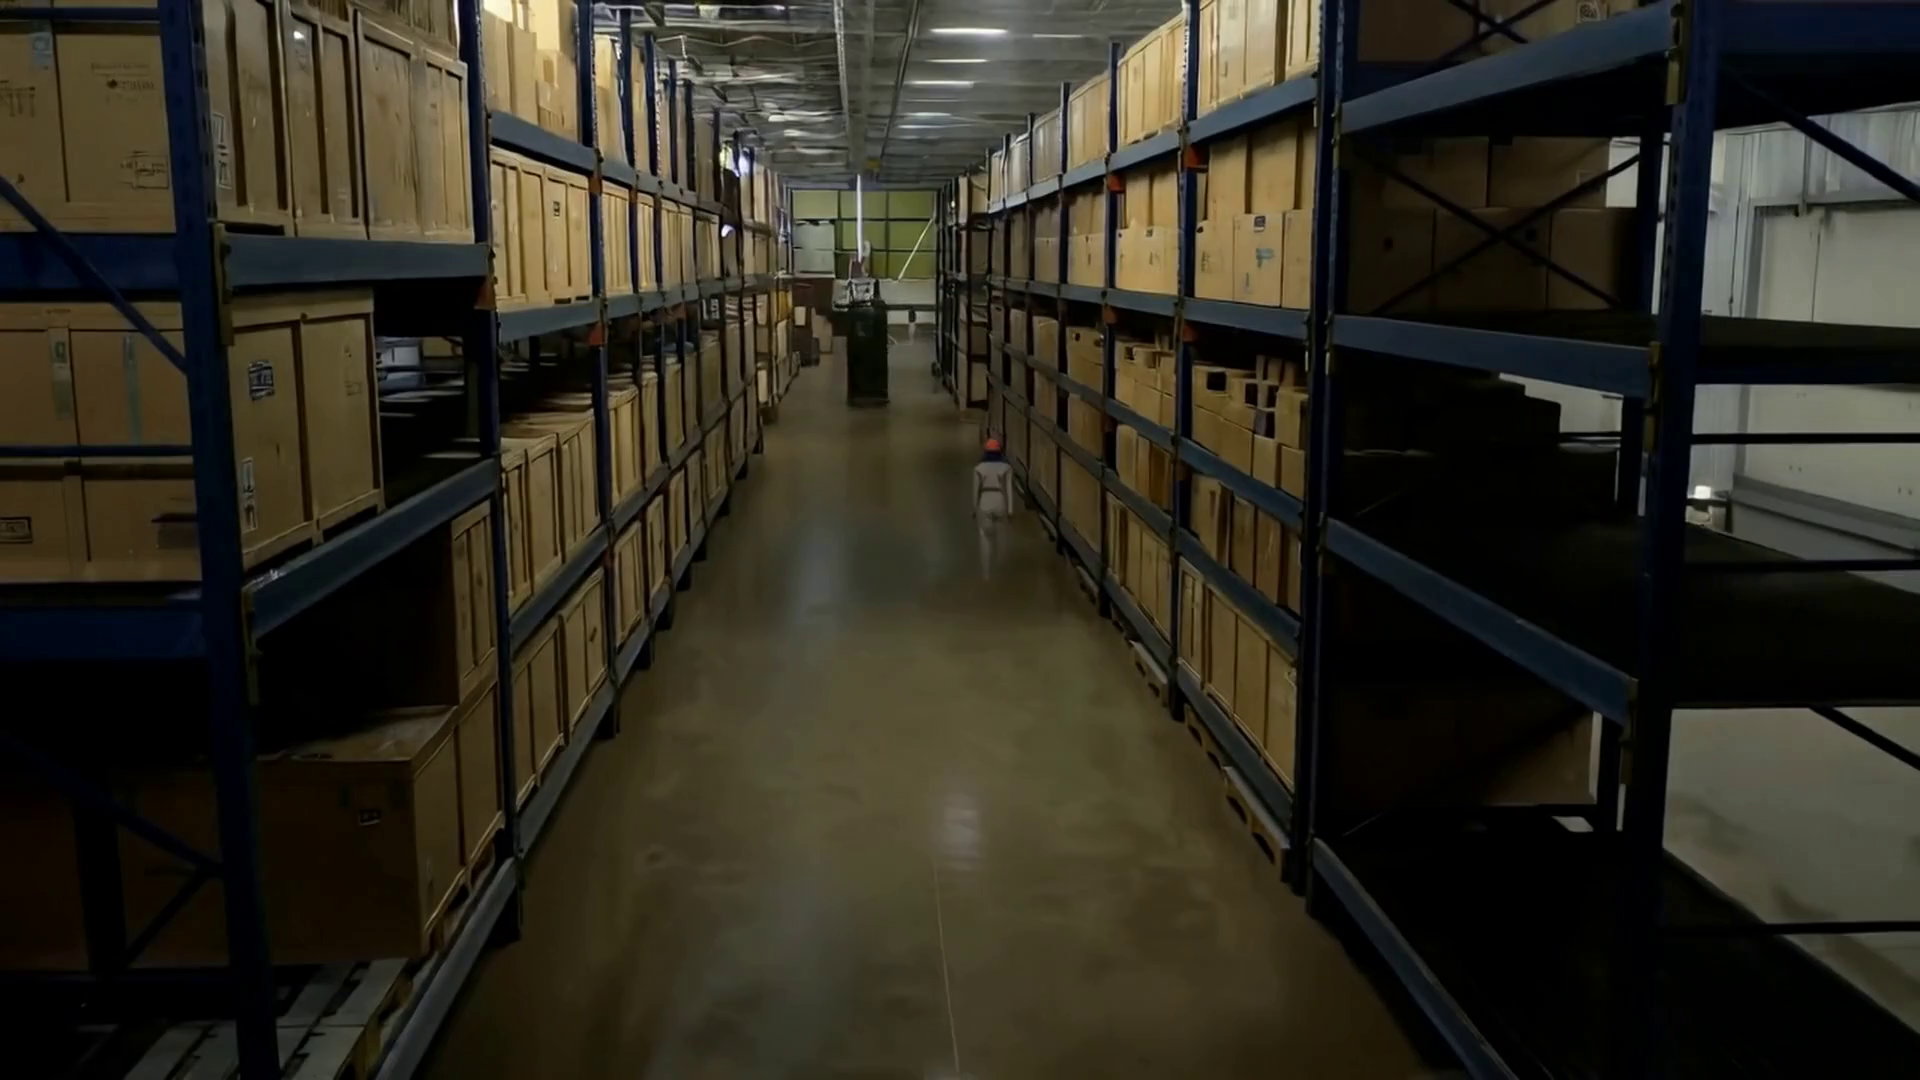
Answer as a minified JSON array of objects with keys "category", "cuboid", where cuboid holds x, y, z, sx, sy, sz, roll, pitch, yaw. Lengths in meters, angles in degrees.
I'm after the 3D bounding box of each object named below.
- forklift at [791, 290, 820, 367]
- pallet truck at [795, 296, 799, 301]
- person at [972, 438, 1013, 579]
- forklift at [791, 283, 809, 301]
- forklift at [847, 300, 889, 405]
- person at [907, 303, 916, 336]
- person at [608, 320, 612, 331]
[{"category":"forklift","cuboid":[-5.909,-7.777,60.920,1.129,2.768,1.873,2,10,12]},{"category":"pallet truck","cuboid":[-8.622,-12.439,91.403,1.885,1.965,0.823,2,10,13]},{"category":"person","cuboid":[0.399,-0.401,20.374,0.504,1.688,0.895,1,10,7]},{"category":"forklift","cuboid":[-7.635,-10.876,79.437,1.129,2.768,1.873,-2,10,-10]},{"category":"forklift","cuboid":[-2.509,-5.104,44.955,1.129,2.768,1.873,-1,10,-3]},{"category":"person","cuboid":[-2.528,-11.497,86.704,0.319,1.689,0.536,9,13,43]},{"category":"person","cuboid":[-13.466,-7.884,64.755,0.875,1.811,0.630,-5,11,-28]}]
